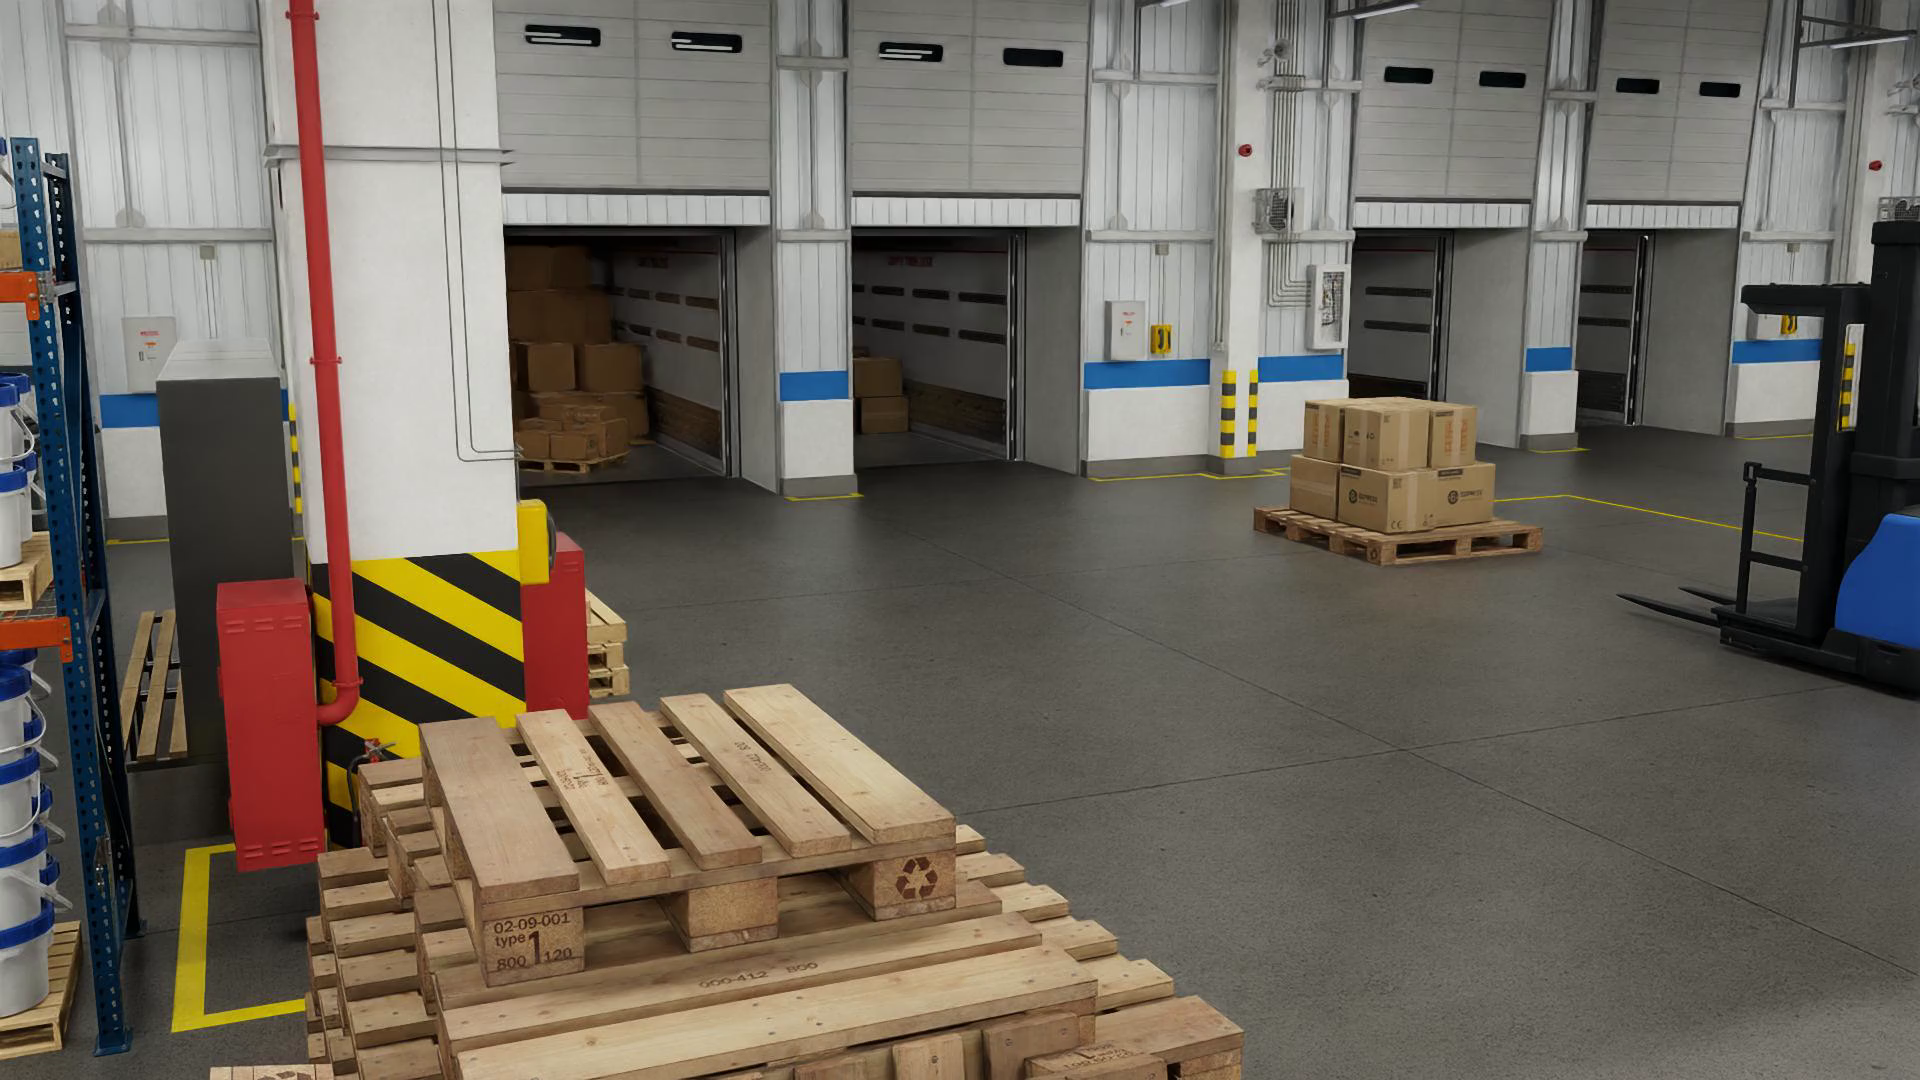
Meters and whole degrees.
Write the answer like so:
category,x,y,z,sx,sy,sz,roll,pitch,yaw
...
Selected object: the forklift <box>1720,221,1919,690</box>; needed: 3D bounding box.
category,x,y,z,sx,sy,sz,roll,pitch,yaw
forklift,5.949,-0.550,10.218,1.129,2.768,1.873,-4,11,-23
